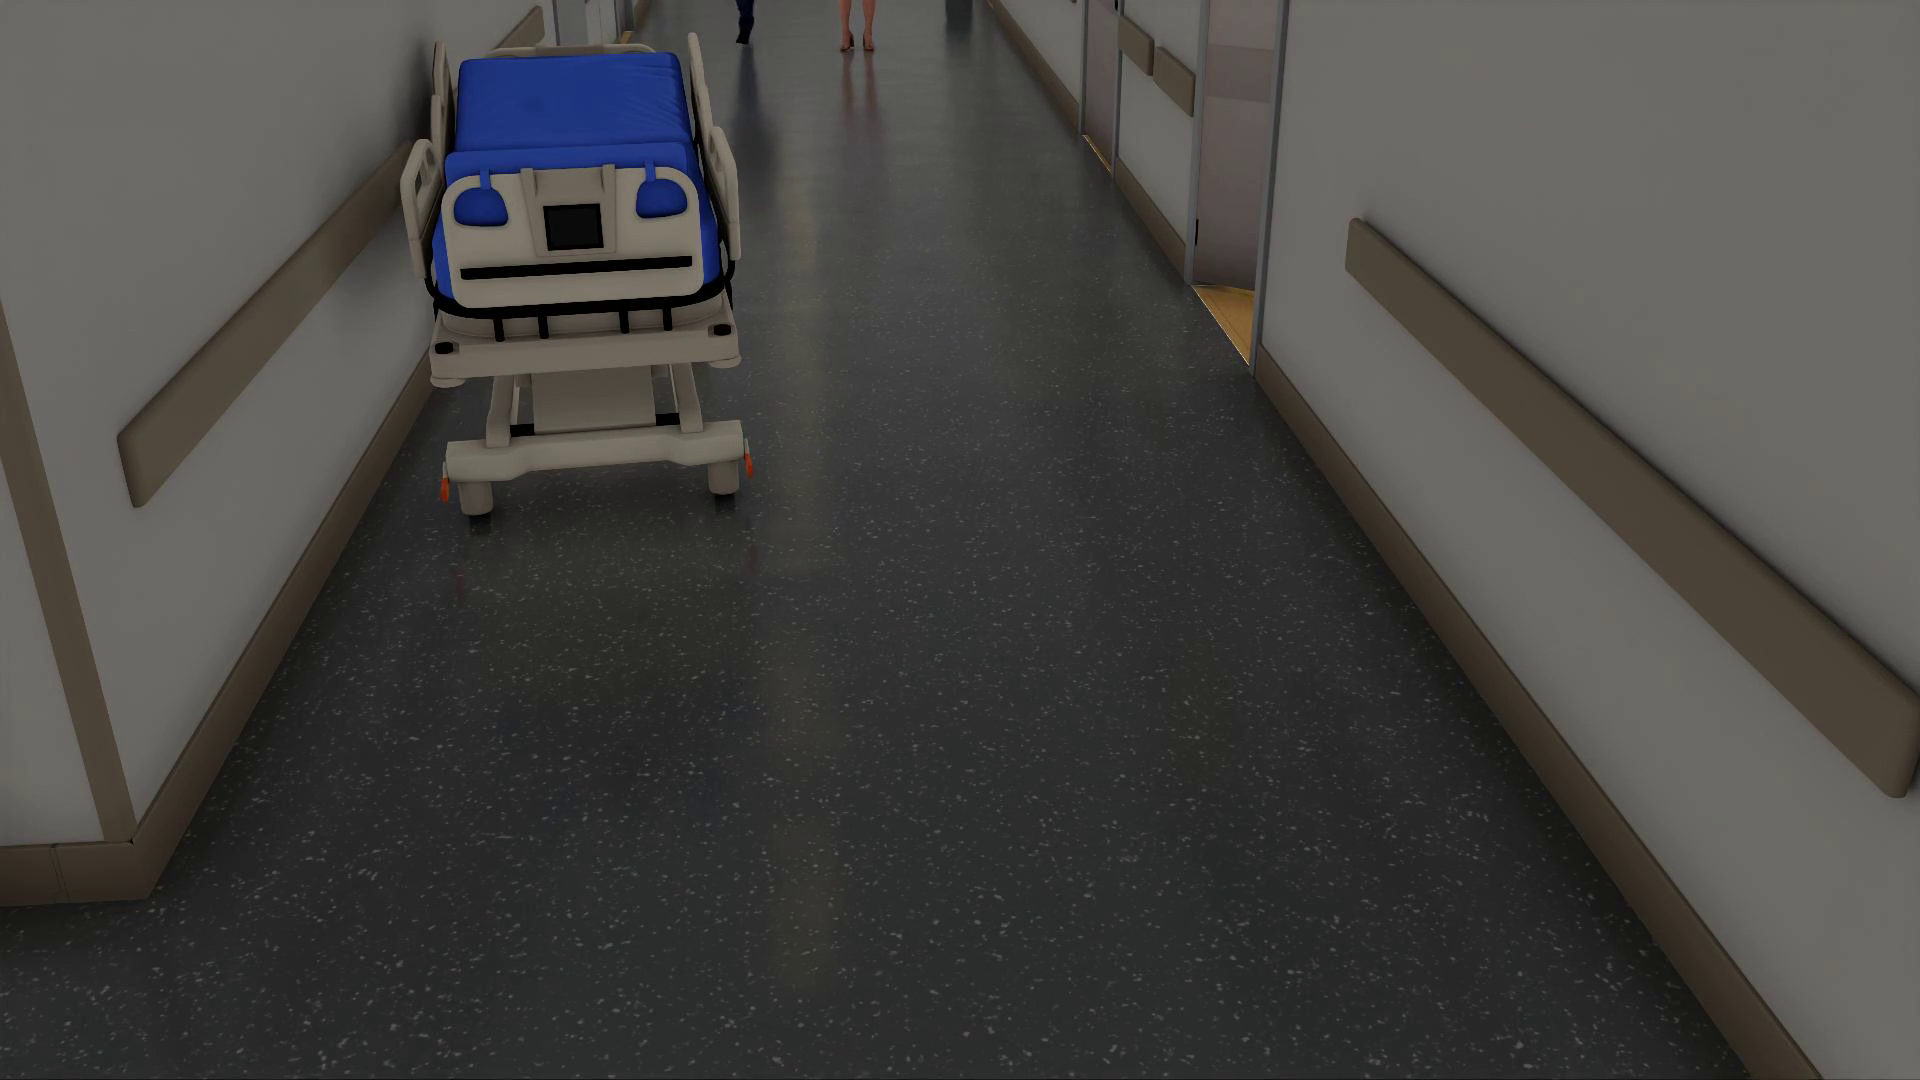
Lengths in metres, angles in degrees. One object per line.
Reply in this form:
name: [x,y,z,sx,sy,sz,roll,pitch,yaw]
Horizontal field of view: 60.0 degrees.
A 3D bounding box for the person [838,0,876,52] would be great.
person: [-0.884,-5.108,14.211,0.593,1.774,0.725,0,26,1]
